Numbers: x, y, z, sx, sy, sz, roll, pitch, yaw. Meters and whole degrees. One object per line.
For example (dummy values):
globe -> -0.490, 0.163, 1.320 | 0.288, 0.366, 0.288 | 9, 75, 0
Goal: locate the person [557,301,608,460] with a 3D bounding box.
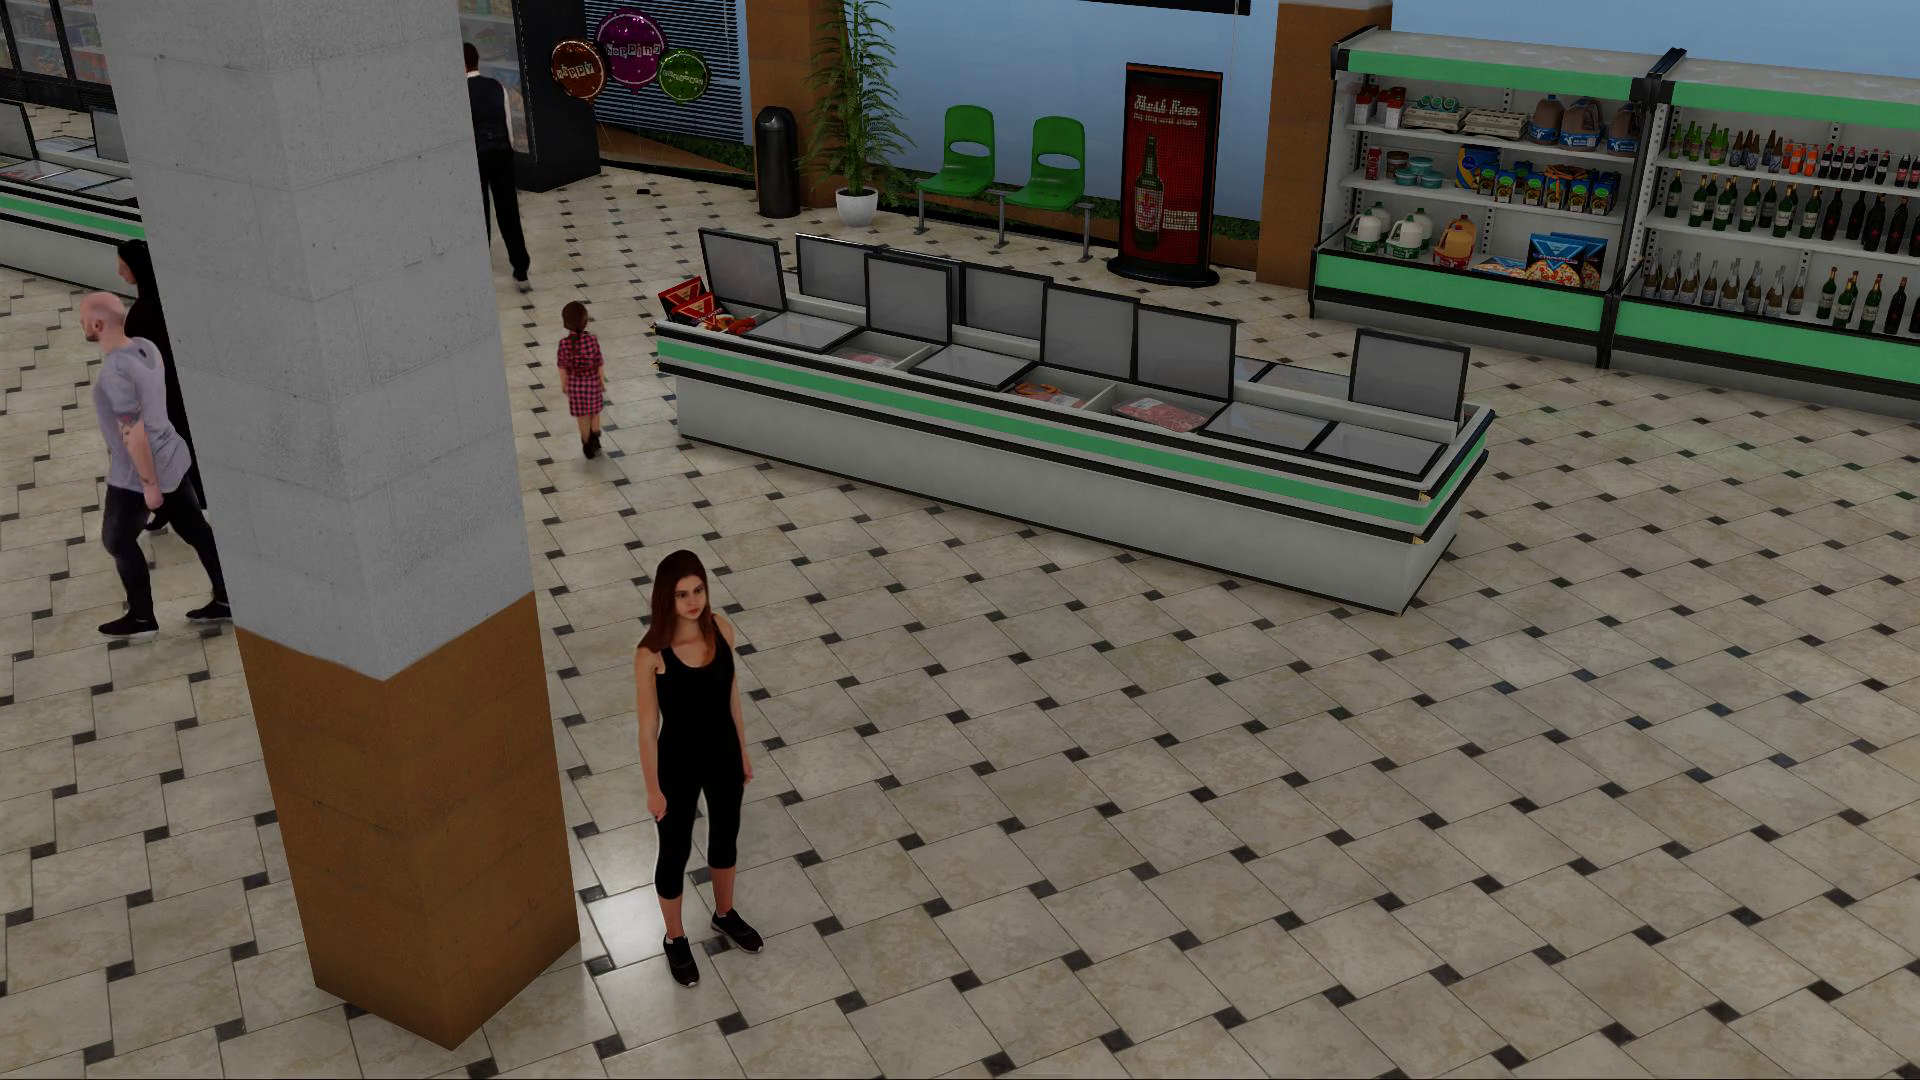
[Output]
person -> -2.348, -0.979, 10.364 | 0.498, 1.019, 0.552 | -8, 28, -16

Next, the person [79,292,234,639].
person -> -3.906, -0.344, 8.237 | 1.053, 1.811, 0.968 | -1, 27, -2

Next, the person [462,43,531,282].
person -> -3.743, -2.973, 13.365 | 1.146, 1.861, 1.421 | -15, 31, -27

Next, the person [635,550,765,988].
person -> -0.958, 0.811, 6.055 | 0.643, 1.726, 0.623 | -20, 33, -34
